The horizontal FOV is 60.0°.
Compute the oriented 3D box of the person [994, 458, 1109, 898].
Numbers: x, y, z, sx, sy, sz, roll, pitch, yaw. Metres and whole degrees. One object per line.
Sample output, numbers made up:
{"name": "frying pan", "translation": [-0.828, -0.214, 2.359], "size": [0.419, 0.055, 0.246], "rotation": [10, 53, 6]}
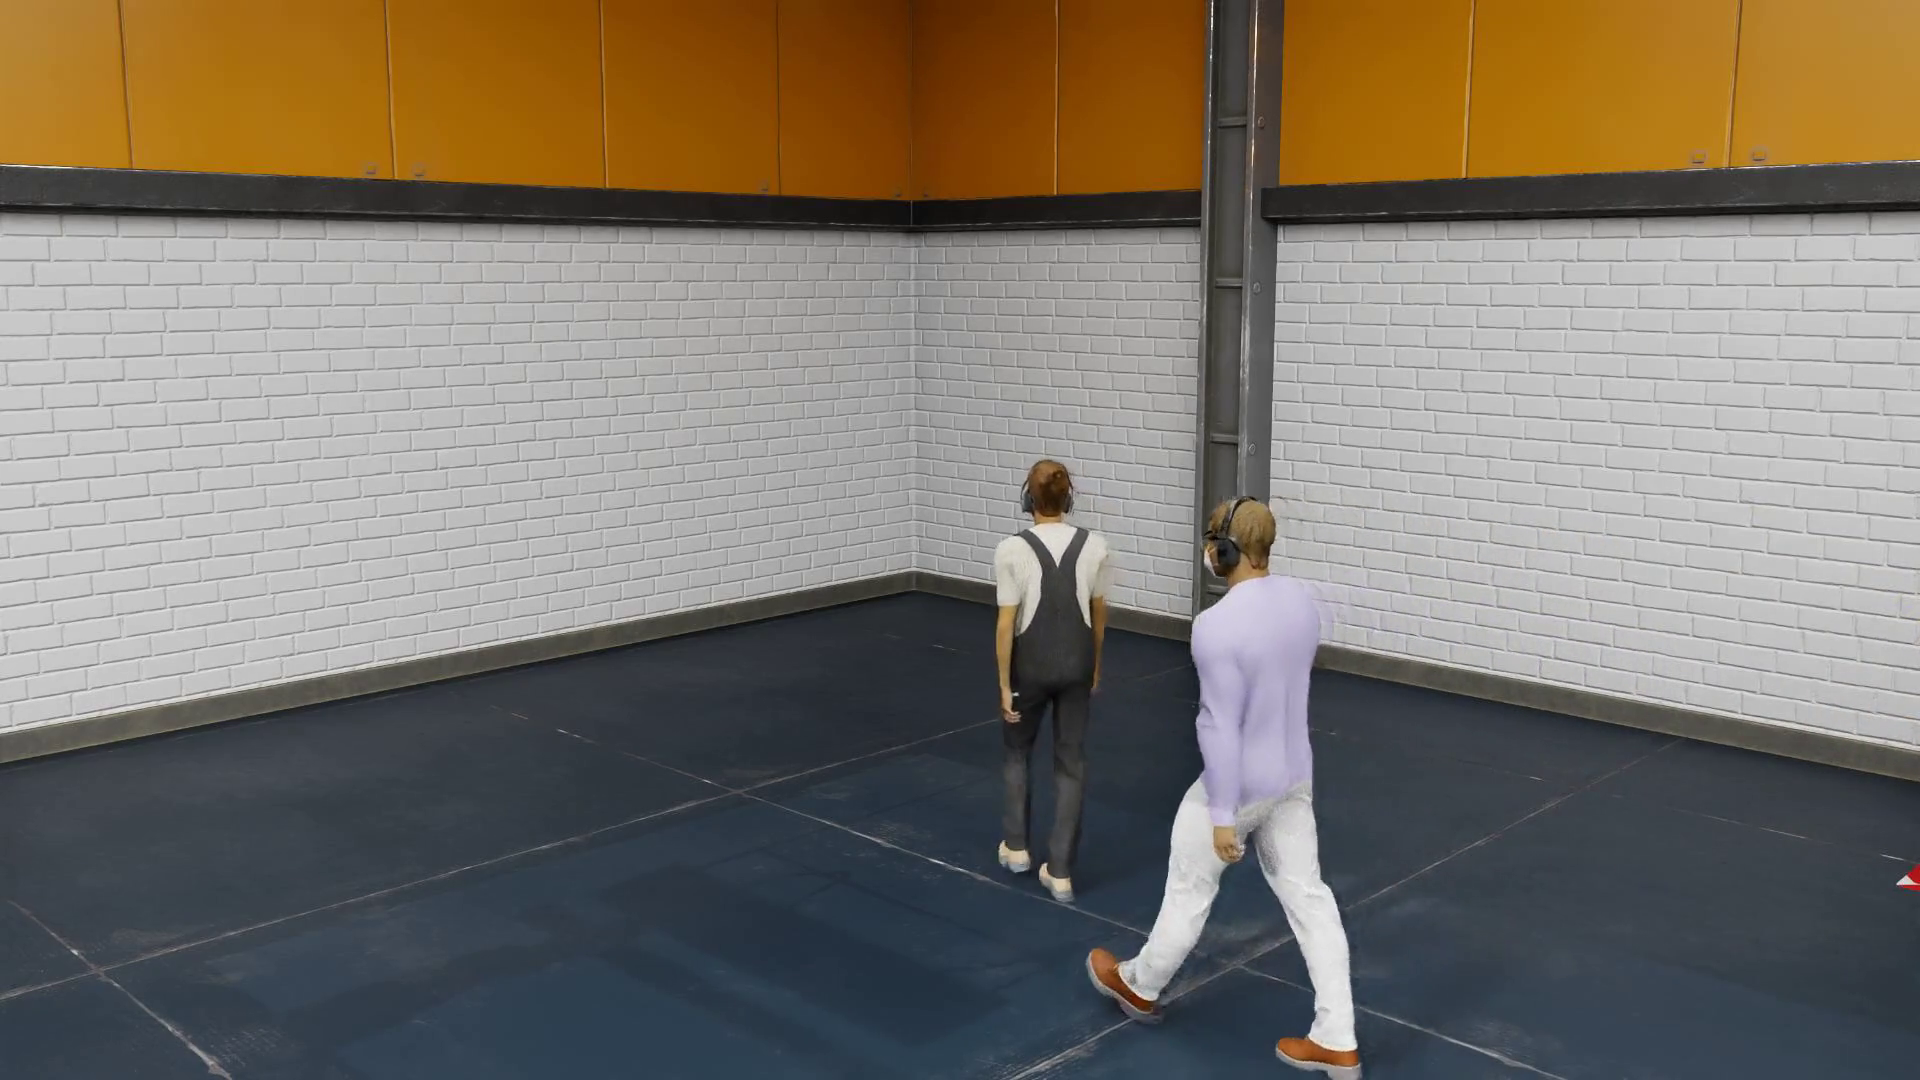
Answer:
{"name": "person", "translation": [0.366, 0.556, 7.064], "size": [0.514, 1.818, 0.705], "rotation": [-2, 9, -10]}

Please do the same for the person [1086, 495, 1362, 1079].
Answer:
{"name": "person", "translation": [0.907, 0.785, 5.492], "size": [0.639, 1.880, 1.063], "rotation": [-9, 13, -42]}
